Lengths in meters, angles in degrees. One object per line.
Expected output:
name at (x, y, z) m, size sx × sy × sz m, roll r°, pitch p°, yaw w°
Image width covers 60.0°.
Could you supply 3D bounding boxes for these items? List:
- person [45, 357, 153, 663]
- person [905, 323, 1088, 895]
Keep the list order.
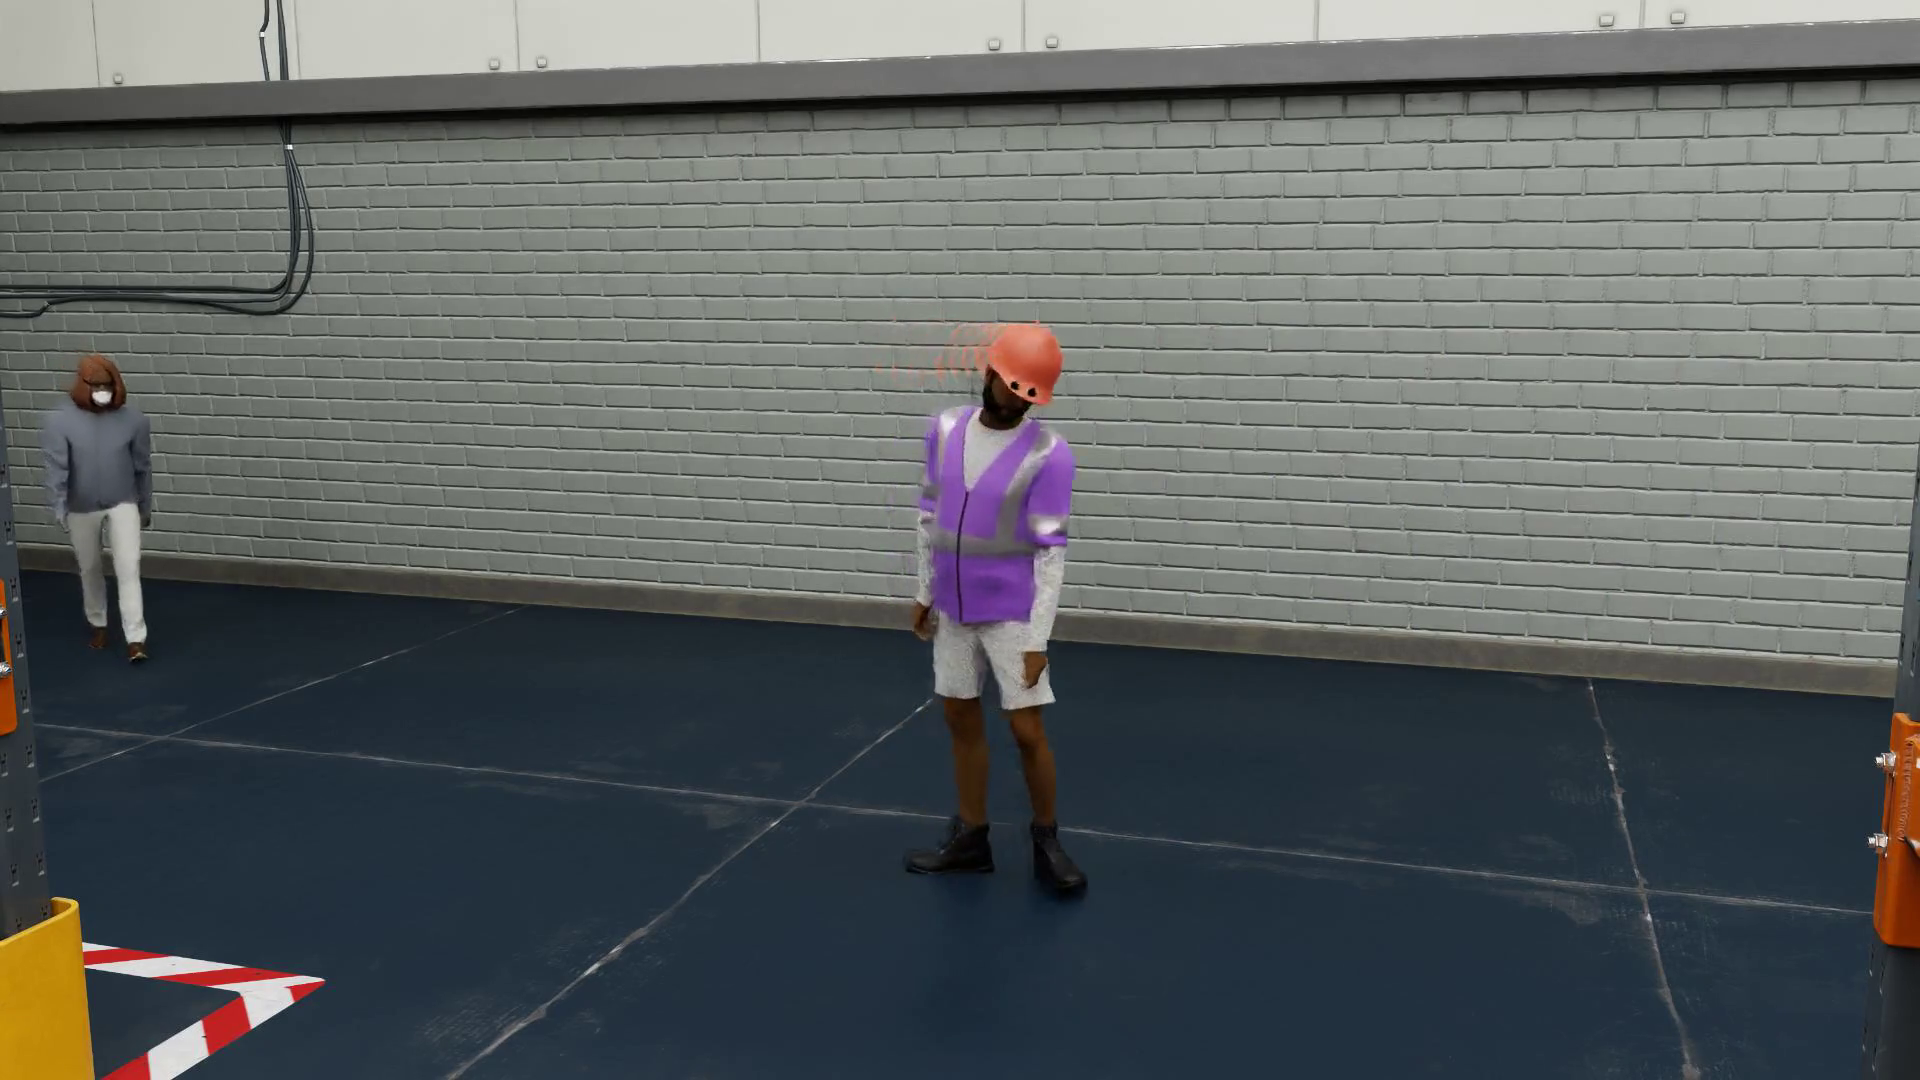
person at (-4.467, -0.162, 8.681) m, size 0.498 × 1.579 × 0.910 m, roll -5°, pitch 11°, yaw -27°
person at (0.103, 0.237, 5.435) m, size 0.654 × 1.885 × 0.376 m, roll 8°, pitch 12°, yaw 38°
